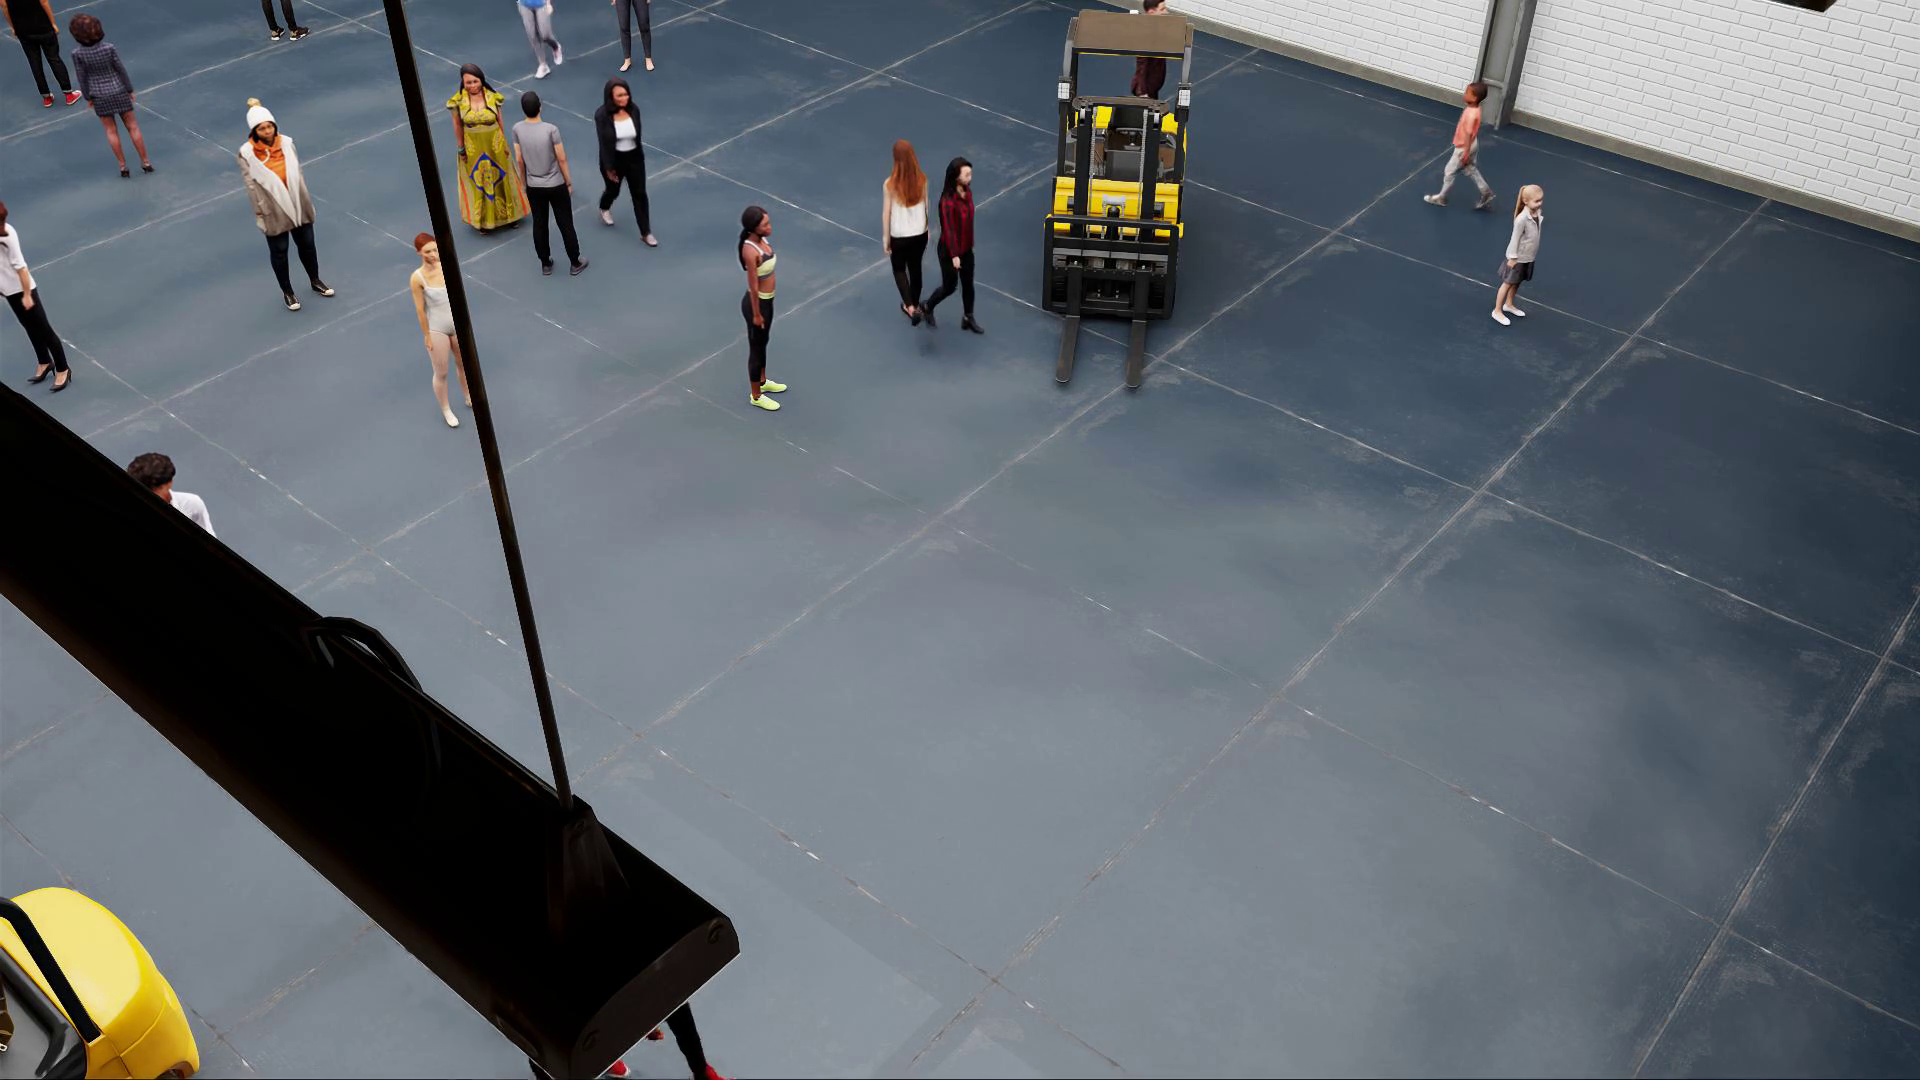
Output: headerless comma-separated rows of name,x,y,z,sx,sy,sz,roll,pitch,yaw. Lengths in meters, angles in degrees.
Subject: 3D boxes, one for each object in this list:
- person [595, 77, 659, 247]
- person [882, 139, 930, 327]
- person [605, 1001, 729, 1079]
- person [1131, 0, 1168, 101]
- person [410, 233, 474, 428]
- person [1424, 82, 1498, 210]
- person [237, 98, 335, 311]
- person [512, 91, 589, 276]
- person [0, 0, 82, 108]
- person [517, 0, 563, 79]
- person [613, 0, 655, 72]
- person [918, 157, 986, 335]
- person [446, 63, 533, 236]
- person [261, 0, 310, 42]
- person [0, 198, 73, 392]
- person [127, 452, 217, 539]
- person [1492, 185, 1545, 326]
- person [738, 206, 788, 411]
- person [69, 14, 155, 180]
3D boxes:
person,-3.238,-3.591,15.674,0.802,1.581,1.149,-24,44,-27
person,-0.411,-2.580,14.309,0.810,1.704,0.929,-11,40,-14
person,-1.661,2.244,8.322,1.165,1.639,0.814,15,41,17
person,1.873,-4.566,16.667,0.740,1.865,0.764,12,40,15
person,-4.111,-1.694,13.249,0.475,1.644,0.541,28,47,31
person,4.996,-3.827,16.198,0.932,1.296,0.612,17,42,20
person,-5.981,-2.972,14.651,0.659,1.890,0.683,31,48,33
person,-3.755,-3.228,15.080,0.680,1.754,0.774,3,39,4
person,-10.040,-5.571,18.010,0.725,1.759,0.761,-8,39,-10
person,-4.748,-6.024,18.704,0.757,1.601,0.788,8,39,10
person,-3.721,-6.204,18.797,0.673,1.767,0.735,-3,39,-4
person,-0.102,-2.506,14.269,0.861,1.638,0.651,19,42,22
person,-4.522,-3.728,15.782,0.972,1.660,0.948,-18,42,-21
person,-8.120,-6.799,19.475,0.702,1.851,0.812,4,39,5
person,-7.667,-2.046,13.568,0.482,1.795,0.683,23,44,27
person,-4.996,0.206,10.736,0.724,1.810,0.732,-14,41,-17
person,4.917,-2.522,14.580,0.539,1.275,0.554,-28,47,-31
person,-1.627,-1.891,13.407,0.655,1.753,0.639,6,39,7
person,-8.496,-4.429,16.626,0.694,1.702,0.685,-17,42,-20
